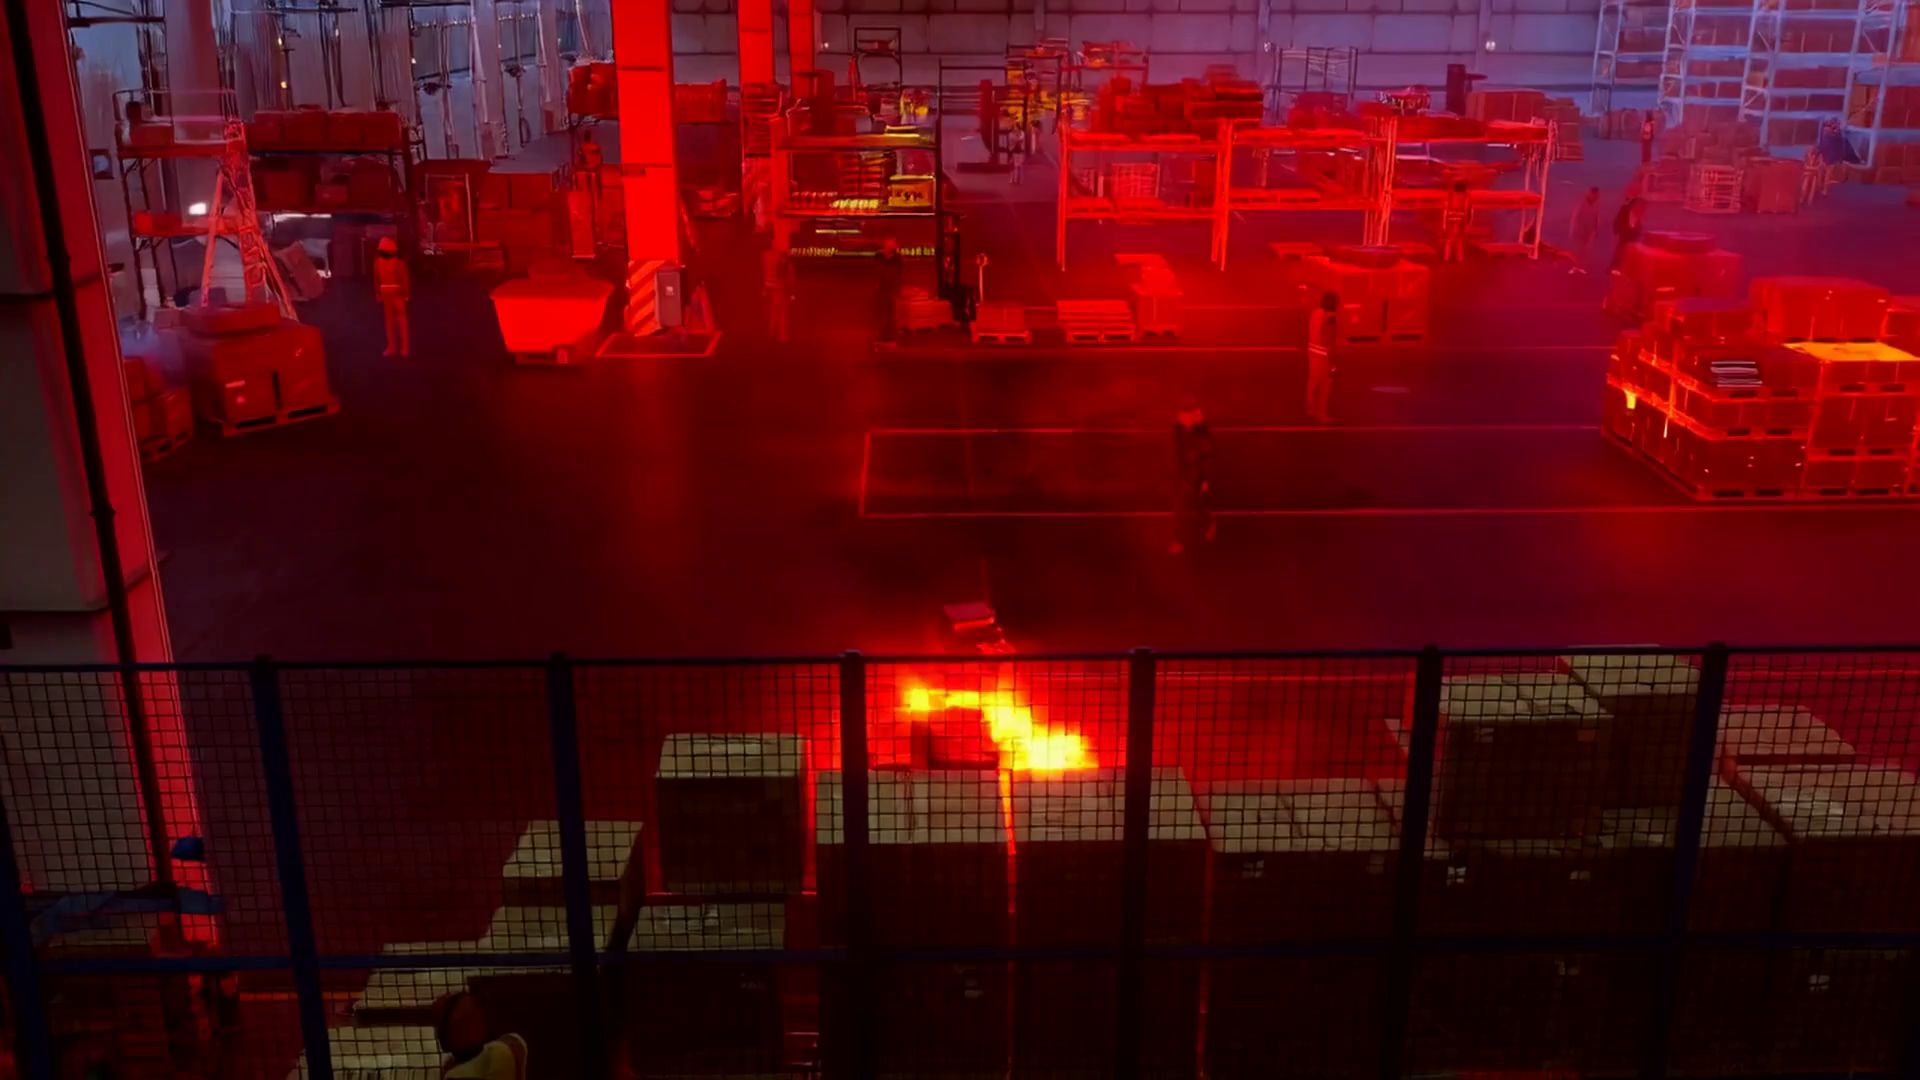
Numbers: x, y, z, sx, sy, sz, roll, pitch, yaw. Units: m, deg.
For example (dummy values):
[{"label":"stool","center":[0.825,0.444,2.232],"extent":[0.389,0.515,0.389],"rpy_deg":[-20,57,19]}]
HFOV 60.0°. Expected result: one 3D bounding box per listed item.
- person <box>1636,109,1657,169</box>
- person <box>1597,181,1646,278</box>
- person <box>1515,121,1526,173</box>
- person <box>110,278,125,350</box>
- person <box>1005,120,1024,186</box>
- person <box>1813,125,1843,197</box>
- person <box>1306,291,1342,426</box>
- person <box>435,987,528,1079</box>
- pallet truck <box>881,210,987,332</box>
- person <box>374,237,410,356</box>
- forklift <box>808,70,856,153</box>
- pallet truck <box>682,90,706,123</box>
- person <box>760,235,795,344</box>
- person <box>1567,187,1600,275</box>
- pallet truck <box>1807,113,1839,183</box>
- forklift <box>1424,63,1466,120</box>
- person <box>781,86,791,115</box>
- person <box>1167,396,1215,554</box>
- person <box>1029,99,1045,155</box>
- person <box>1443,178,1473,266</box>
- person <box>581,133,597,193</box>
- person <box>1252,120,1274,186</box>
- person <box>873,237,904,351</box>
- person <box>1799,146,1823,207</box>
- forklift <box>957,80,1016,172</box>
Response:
[{"label":"person","center":[22.295,-12.999,53.932],"extent":[0.396,1.911,0.588],"rpy_deg":[-6,20,-17]},{"label":"person","center":[13.749,-6.394,34.132],"extent":[1.046,2.000,0.688],"rpy_deg":[1,19,3]},{"label":"person","center":[17.753,-12.457,52.738],"extent":[0.514,1.641,0.308],"rpy_deg":[-17,25,-41]},{"label":"person","center":[-13.928,-3.849,26.857],"extent":[0.610,1.861,0.989],"rpy_deg":[-5,19,-13]},{"label":"person","center":[1.619,-11.523,49.552],"extent":[0.589,1.915,0.412],"rpy_deg":[7,20,20]},{"label":"person","center":[24.670,-10.773,47.252],"extent":[0.647,1.950,0.928],"rpy_deg":[6,20,17]},{"label":"person","center":[5.024,-2.508,22.916],"extent":[0.429,1.839,0.634],"rpy_deg":[-5,19,-14]},{"label":"person","center":[-2.050,2.775,7.174],"extent":[0.339,1.882,0.581],"rpy_deg":[8,20,23]},{"label":"pallet truck","center":[-0.493,-4.759,29.349],"extent":[1.885,1.965,0.823],"rpy_deg":[-13,23,-34]},{"label":"person","center":[-9.244,-3.959,27.069],"extent":[0.548,1.937,0.379],"rpy_deg":[2,19,6]},{"label":"forklift","center":[-4.742,-15.279,59.197],"extent":[1.873,2.768,1.129],"rpy_deg":[-10,21,-26]},{"label":"pallet truck","center":[-9.671,-15.907,62.421],"extent":[0.823,1.965,1.885],"rpy_deg":[5,19,15]},{"label":"person","center":[-3.043,-4.204,27.959],"extent":[0.655,1.830,0.447],"rpy_deg":[12,22,31]},{"label":"person","center":[12.973,-6.435,34.581],"extent":[0.588,1.832,0.450],"rpy_deg":[13,22,33]},{"label":"pallet truck","center":[26.403,-11.957,50.702],"extent":[0.823,1.965,1.885],"rpy_deg":[6,19,16]},{"label":"forklift","center":[18.945,-16.852,63.864],"extent":[1.873,2.768,1.129],"rpy_deg":[-3,19,-10]},{"label":"person","center":[-6.880,-16.727,64.967],"extent":[0.626,1.923,0.453],"rpy_deg":[-5,19,-15]},{"label":"person","center":[2.495,-0.718,17.780],"extent":[0.493,1.723,0.581],"rpy_deg":[15,24,38]},{"label":"person","center":[2.703,-14.509,58.456],"extent":[0.561,1.892,1.009],"rpy_deg":[-2,19,-6]},{"label":"person","center":[10.655,-6.812,35.637],"extent":[0.572,1.876,0.355],"rpy_deg":[9,21,25]},{"label":"person","center":[-10.667,-10.843,47.856],"extent":[0.536,1.699,0.322],"rpy_deg":[8,20,22]},{"label":"person","center":[8.990,-11.500,49.438],"extent":[0.636,1.938,0.358],"rpy_deg":[-4,19,-13]},{"label":"person","center":[-1.231,-4.085,27.525],"extent":[0.397,1.900,0.798],"rpy_deg":[-16,25,-40]},{"label":"person","center":[23.079,-9.887,45.141],"extent":[0.525,1.617,0.553],"rpy_deg":[7,20,21]},{"label":"forklift","center":[0.848,-13.256,53.197],"extent":[1.873,2.768,1.129],"rpy_deg":[-1,19,-2]}]
